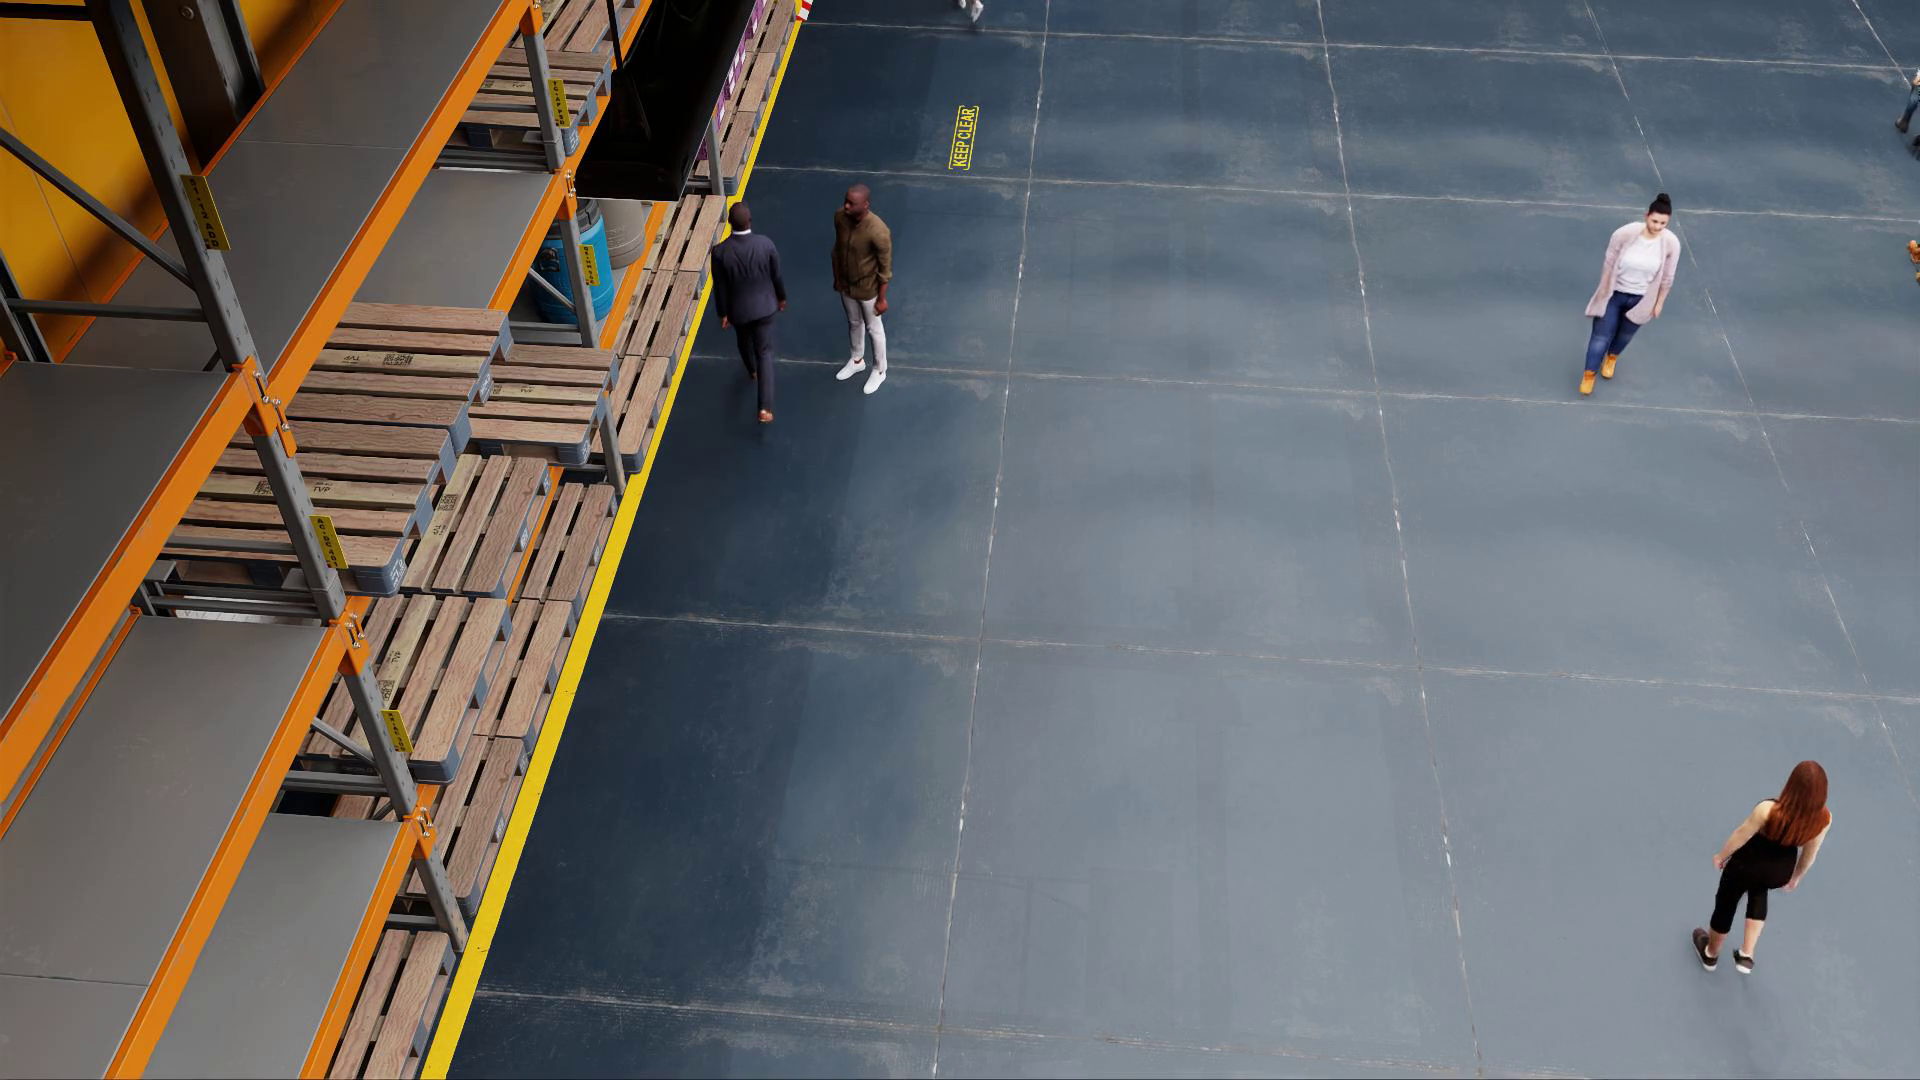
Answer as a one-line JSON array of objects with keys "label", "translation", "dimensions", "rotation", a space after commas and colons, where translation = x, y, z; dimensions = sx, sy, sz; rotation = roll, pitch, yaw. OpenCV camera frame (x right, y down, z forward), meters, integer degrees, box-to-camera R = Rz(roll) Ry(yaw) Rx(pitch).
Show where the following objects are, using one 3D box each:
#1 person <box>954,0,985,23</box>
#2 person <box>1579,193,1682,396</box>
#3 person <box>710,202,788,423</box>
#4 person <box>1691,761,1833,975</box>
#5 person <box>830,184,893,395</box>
[{"label": "person", "translation": [0.069, -6.369, 17.712], "dimensions": [0.977, 1.681, 1.119], "rotation": [-21, 48, -21]}, {"label": "person", "translation": [5.283, -1.995, 13.092], "dimensions": [0.851, 1.722, 1.001], "rotation": [14, 45, 15]}, {"label": "person", "translation": [-1.592, -1.719, 12.753], "dimensions": [0.797, 1.788, 1.252], "rotation": [-2, 44, -2]}, {"label": "person", "translation": [4.372, 1.856, 9.054], "dimensions": [0.574, 1.716, 0.637], "rotation": [2, 44, 2]}, {"label": "person", "translation": [-0.765, -1.995, 13.017], "dimensions": [0.803, 1.825, 0.804], "rotation": [29, 51, 27]}]
